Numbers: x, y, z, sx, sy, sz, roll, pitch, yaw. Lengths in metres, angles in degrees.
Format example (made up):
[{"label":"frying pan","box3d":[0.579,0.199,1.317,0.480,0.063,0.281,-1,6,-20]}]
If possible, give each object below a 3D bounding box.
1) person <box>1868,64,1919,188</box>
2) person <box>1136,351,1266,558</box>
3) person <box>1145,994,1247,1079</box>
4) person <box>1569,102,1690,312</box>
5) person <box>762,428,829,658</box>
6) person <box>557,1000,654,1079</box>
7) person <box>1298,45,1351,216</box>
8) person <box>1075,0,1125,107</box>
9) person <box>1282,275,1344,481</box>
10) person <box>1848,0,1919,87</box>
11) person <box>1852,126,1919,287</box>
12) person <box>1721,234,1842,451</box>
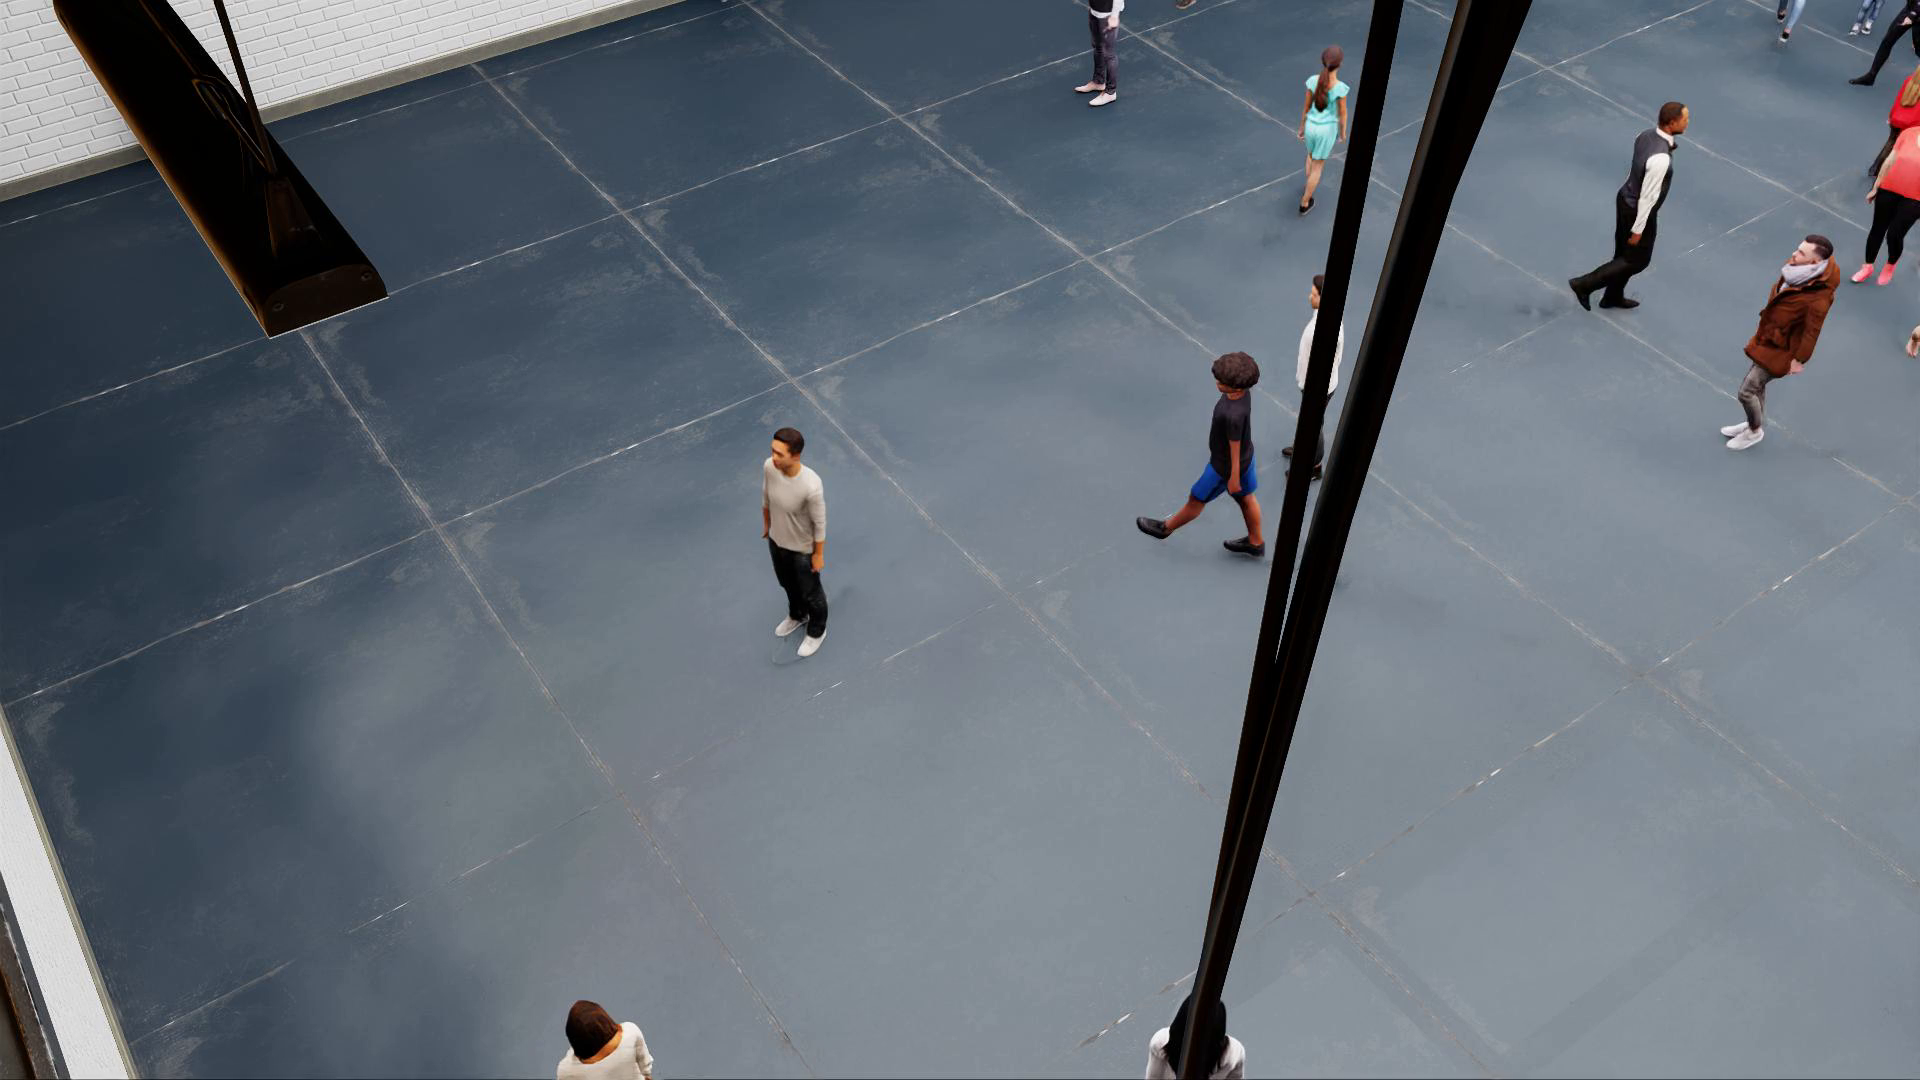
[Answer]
[{"label":"person","box3d":[8.493,-3.744,14.978,0.507,1.272,0.502,-22,48,-22]},{"label":"person","box3d":[1.924,-0.526,11.263,1.179,1.736,1.155,10,44,10]},{"label":"person","box3d":[1.089,2.658,7.947,0.688,1.701,0.768,3,44,3]},{"label":"person","box3d":[5.357,-2.644,13.365,1.068,1.903,0.982,1,44,1]},{"label":"person","box3d":[-1.033,-0.021,10.676,0.724,1.815,0.667,28,50,26]},{"label":"person","box3d":[-1.635,2.720,7.906,0.780,1.667,0.690,-27,50,-25]},{"label":"person","box3d":[3.138,-3.560,14.588,0.679,1.543,0.839,28,50,26]},{"label":"person","box3d":[1.390,-5.081,15.982,0.663,1.823,0.743,-16,46,-16]},{"label":"person","box3d":[2.584,-1.178,11.963,0.739,1.715,0.695,4,44,4]},{"label":"person","box3d":[9.392,-5.100,16.129,1.144,1.646,1.020,2,44,2]},{"label":"person","box3d":[7.843,-2.866,13.760,0.624,1.680,0.612,-28,50,-26]},{"label":"person","box3d":[6.052,-1.420,12.138,0.918,1.824,0.876,1,44,1]}]
